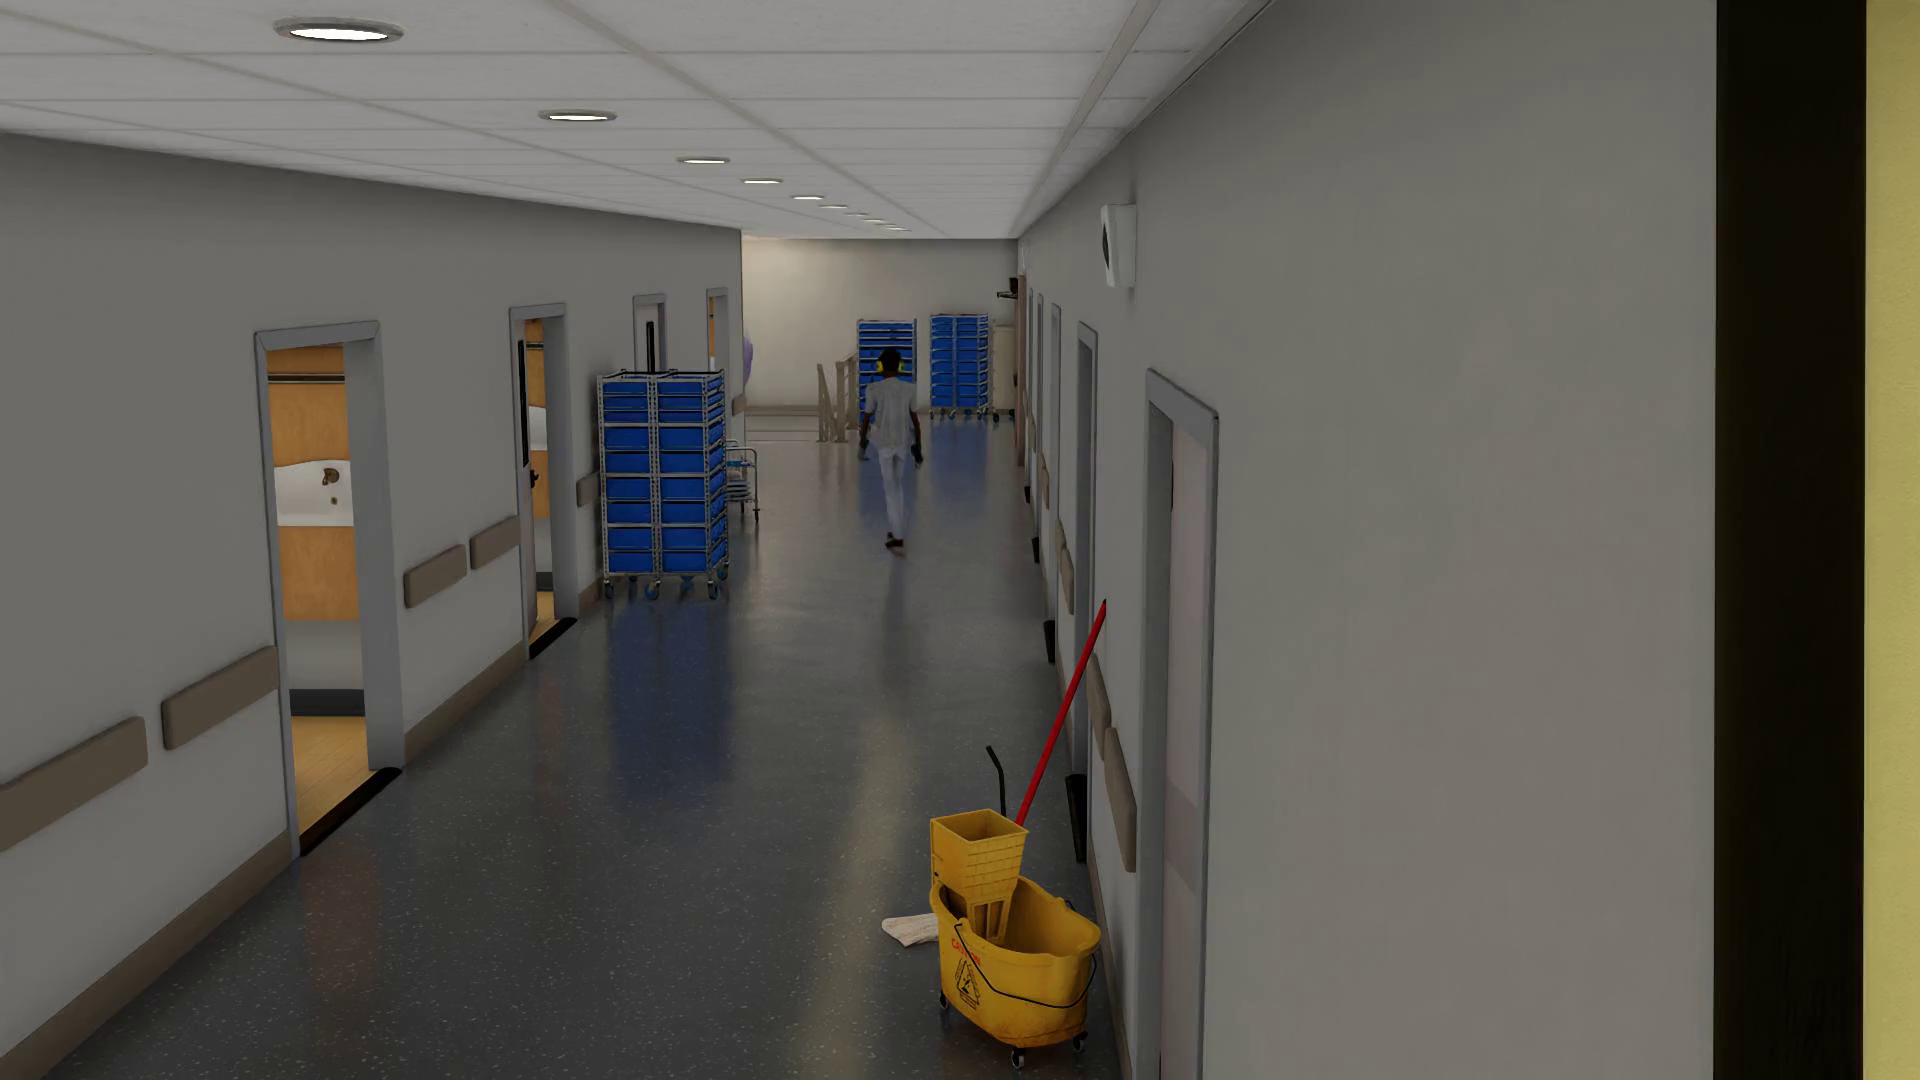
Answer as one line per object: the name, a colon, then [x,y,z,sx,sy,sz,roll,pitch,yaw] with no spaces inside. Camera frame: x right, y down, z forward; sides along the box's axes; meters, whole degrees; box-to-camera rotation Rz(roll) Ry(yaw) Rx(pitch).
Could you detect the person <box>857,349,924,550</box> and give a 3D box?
person: [-0.660,-0.846,15.388,0.500,1.829,0.798,-5,11,-26]
